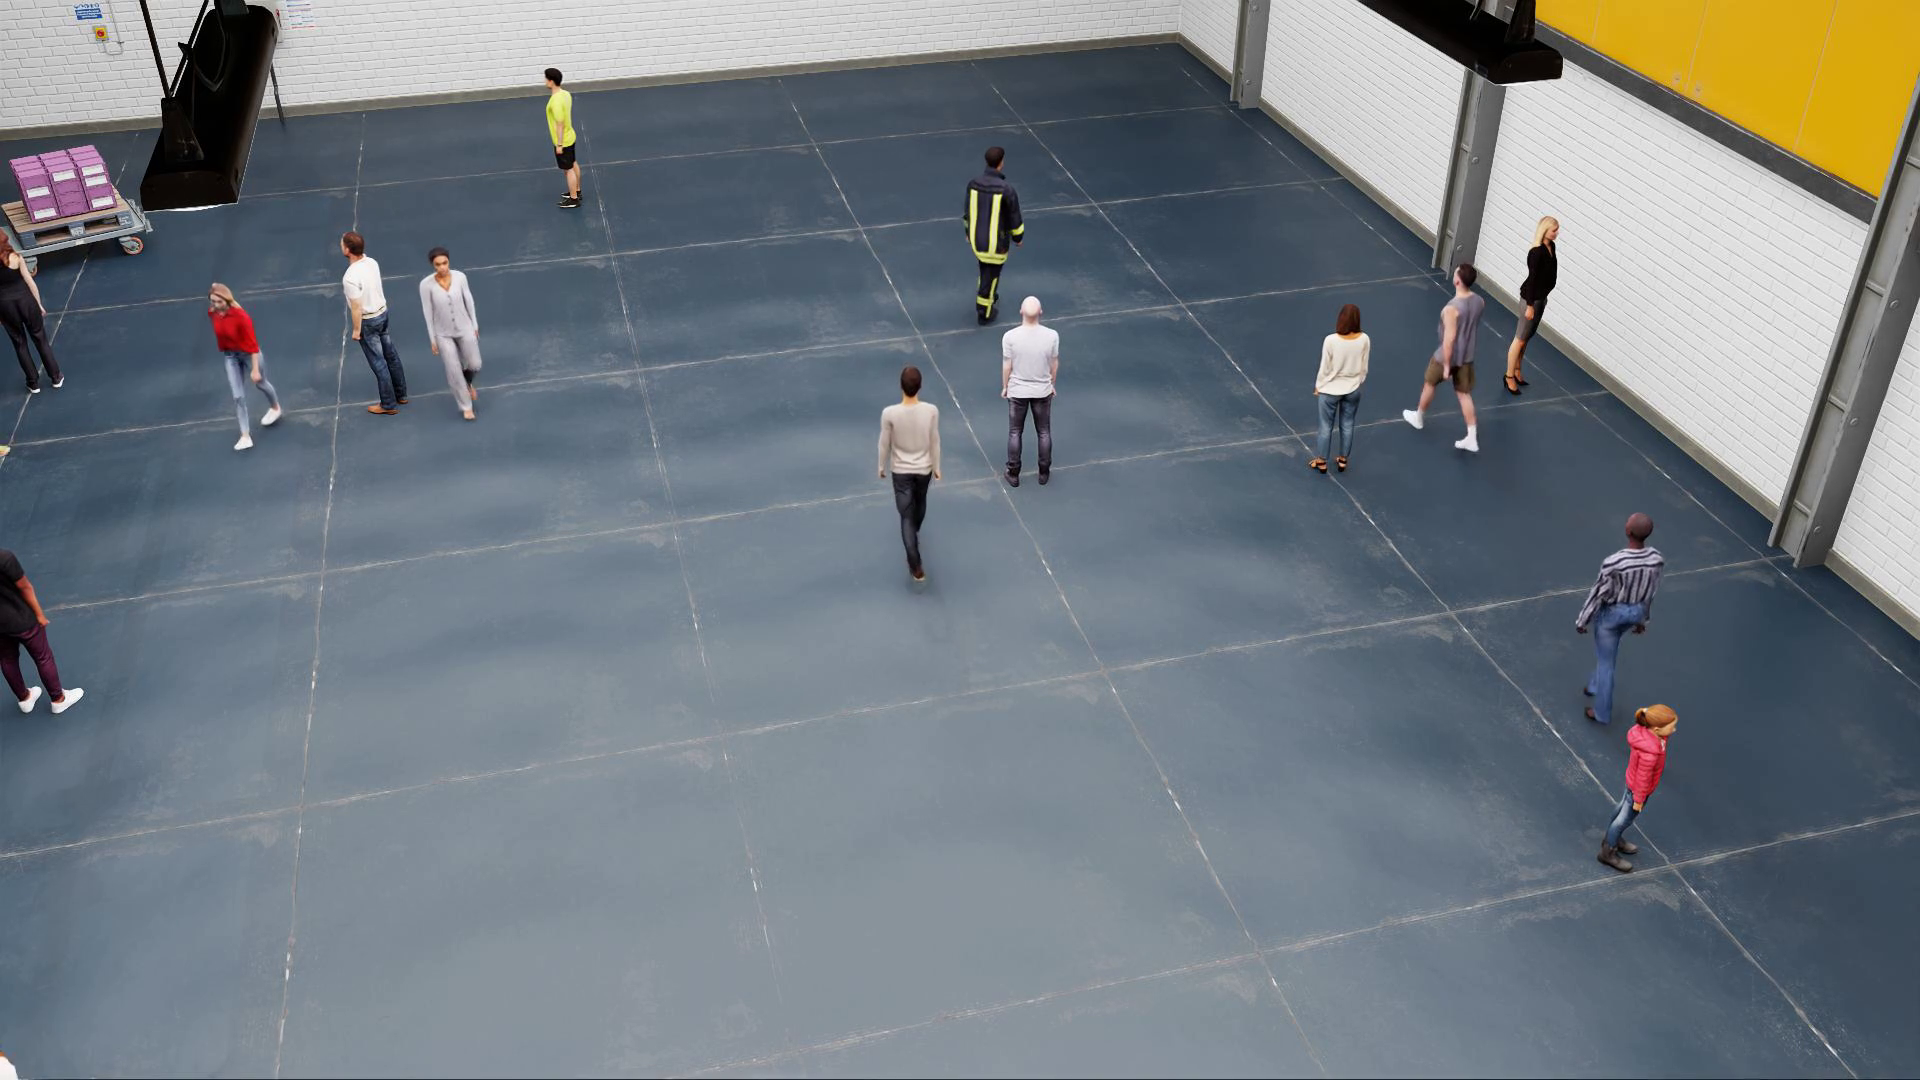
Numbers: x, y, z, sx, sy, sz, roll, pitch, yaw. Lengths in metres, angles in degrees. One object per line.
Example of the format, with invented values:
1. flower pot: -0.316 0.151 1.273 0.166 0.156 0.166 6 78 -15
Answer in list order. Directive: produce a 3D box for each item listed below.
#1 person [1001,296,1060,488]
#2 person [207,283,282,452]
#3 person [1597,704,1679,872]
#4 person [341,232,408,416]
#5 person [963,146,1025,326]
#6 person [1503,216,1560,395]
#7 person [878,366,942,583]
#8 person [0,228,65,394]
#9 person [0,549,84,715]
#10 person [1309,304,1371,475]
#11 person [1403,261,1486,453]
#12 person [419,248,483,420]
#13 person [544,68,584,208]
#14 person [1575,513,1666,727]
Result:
1. person: 0.619 -1.323 14.845 0.685 1.832 0.624 -4 34 -5
2. person: -6.694 -1.717 15.613 0.921 1.638 1.182 9 35 13
3. person: 4.440 1.595 10.922 0.648 1.314 0.574 13 36 19
4. person: -5.640 -2.095 15.984 0.809 1.856 0.688 8 34 12
5. person: 0.277 -3.176 17.566 1.008 1.905 1.072 23 40 30
6. person: 5.610 -2.309 16.318 0.734 1.844 0.687 21 39 28
7. person: -0.392 -0.516 13.633 0.694 1.829 1.184 -6 34 -10
8. person: -9.286 -2.289 16.375 0.645 1.746 0.598 -19 38 -26
9. person: -6.941 0.512 12.128 0.685 1.784 0.681 2 34 3
10. person: 3.441 -1.366 15.044 0.639 1.682 0.578 -4 34 -5
11. person: 4.651 -1.665 15.422 0.767 1.810 1.216 -15 36 -21
12. person: -4.909 -2.031 16.009 0.746 1.722 0.855 -17 37 -24
13. person: -4.856 -4.951 20.415 0.734 1.708 0.573 1 34 1
14. person: 4.777 0.633 11.949 0.651 1.780 0.683 -9 35 -13
